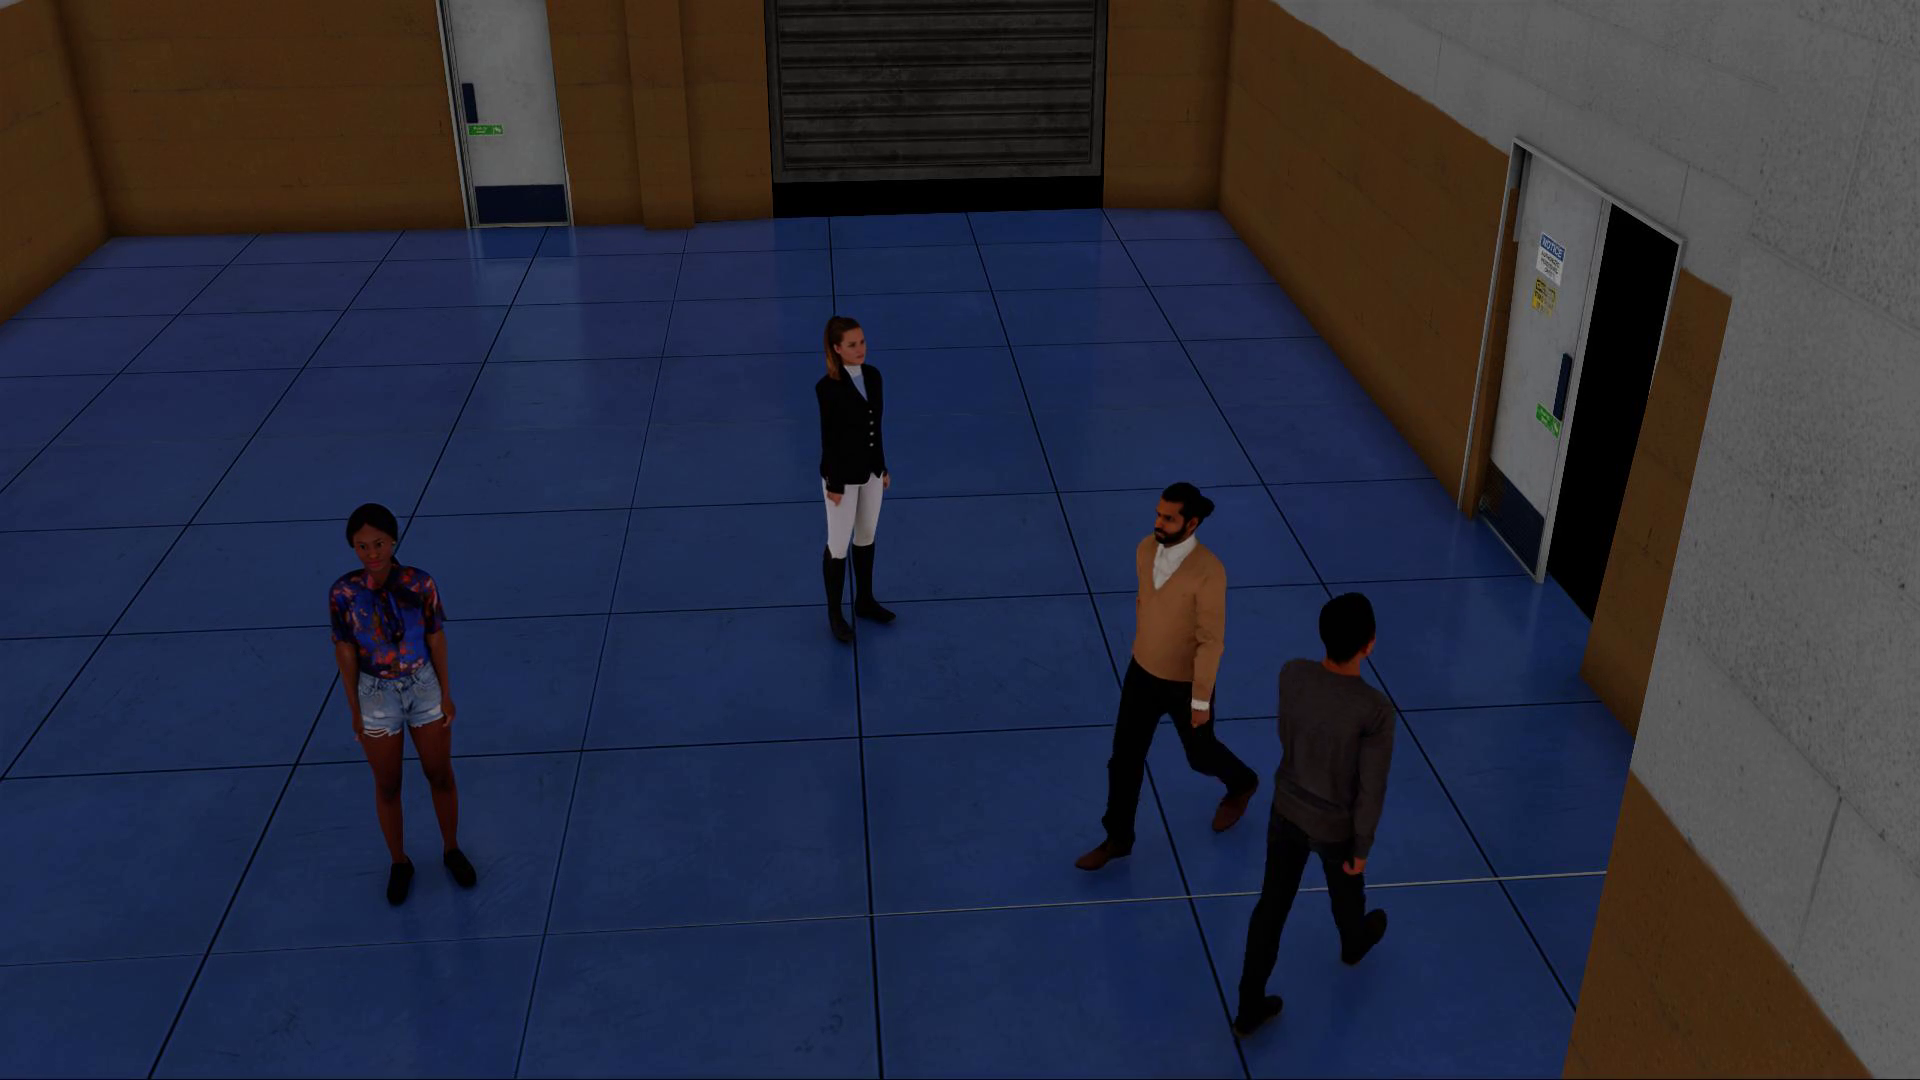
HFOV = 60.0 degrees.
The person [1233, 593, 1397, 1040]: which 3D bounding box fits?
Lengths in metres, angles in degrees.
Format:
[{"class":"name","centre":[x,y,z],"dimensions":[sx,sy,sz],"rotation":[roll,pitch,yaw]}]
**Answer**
[{"class":"person","centre":[1.216,1.038,5.963],"dimensions":[1.158,1.731,1.098],"rotation":[-19,32,-32]}]

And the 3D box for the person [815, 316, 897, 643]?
[{"class":"person","centre":[-0.552,-0.319,8.624],"dimensions":[0.730,1.729,0.660],"rotation":[24,35,39]}]

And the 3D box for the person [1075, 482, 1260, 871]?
[{"class":"person","centre":[0.956,0.550,6.916],"dimensions":[1.265,1.733,1.076],"rotation":[-20,33,-34]}]

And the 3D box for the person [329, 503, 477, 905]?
[{"class":"person","centre":[-2.253,0.655,6.705],"dimensions":[0.558,1.743,0.708],"rotation":[-11,29,-21]}]
